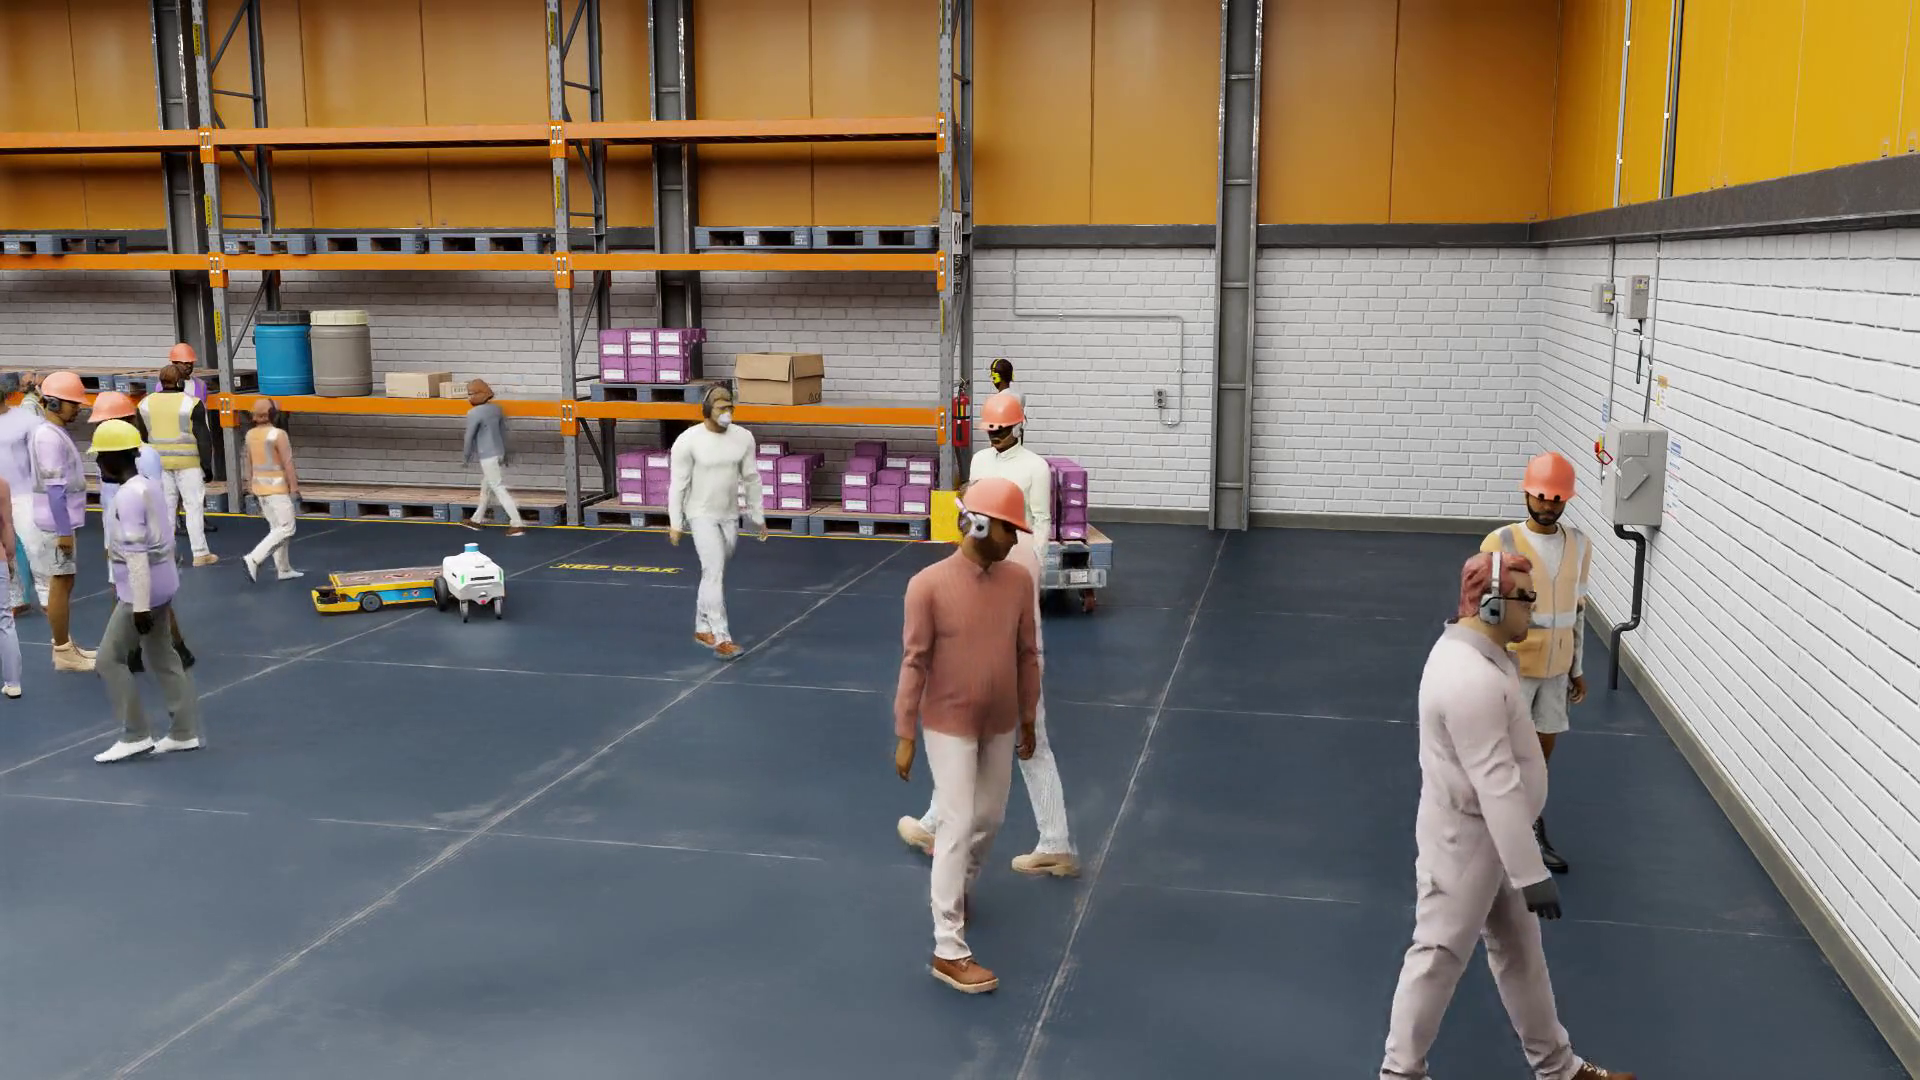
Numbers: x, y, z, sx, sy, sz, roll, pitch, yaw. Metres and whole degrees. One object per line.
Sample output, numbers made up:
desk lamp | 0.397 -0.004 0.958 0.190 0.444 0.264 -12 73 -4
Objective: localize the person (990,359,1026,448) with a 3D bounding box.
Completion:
person | 0.404 -0.756 15.510 0.328 1.865 0.521 7 12 37

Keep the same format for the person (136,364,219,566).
person | -7.087 -0.675 15.100 0.634 1.839 0.429 0 10 2

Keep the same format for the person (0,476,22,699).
person | -6.166 0.164 10.376 0.327 1.759 0.523 7 12 34

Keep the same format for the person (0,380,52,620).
person | -7.259 -0.311 12.770 0.734 1.905 0.369 -1 10 -8

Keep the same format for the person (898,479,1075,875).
person | 0.137 0.621 7.601 0.958 1.785 0.631 7 12 36

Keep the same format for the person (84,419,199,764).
person | -4.607 0.285 9.219 0.662 1.900 0.612 -3 10 -15

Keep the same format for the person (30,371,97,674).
person | -6.039 -0.121 11.252 0.405 2.032 0.608 -5 11 -26

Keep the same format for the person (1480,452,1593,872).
person | 2.592 0.562 7.492 0.547 1.934 0.376 -2 10 -14

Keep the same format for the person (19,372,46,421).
person | -9.399 -0.885 16.931 0.310 1.640 0.514 -6 11 -30

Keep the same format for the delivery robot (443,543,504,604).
delivery robot | -3.813 0.271 13.017 0.477 0.478 0.707 -5 11 -28

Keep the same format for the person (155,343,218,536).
person | -7.807 -1.016 16.824 0.360 1.939 0.543 5 11 30

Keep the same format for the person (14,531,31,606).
person | -7.567 -0.321 12.983 0.387 1.845 0.565 8 13 40

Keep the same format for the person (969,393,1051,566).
person | 0.262 0.106 10.030 0.608 1.989 0.386 8 12 38

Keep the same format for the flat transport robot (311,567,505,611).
flat transport robot | -4.486 0.376 13.513 1.431 0.197 0.652 -4 11 -25

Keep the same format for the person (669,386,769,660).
person | -1.653 -0.121 11.642 0.645 1.895 0.913 -9 13 -43

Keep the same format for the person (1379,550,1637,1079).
person | 1.761 0.972 5.261 0.838 1.874 0.649 3 10 20

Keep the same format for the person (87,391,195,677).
person | -5.489 -0.029 11.034 0.549 1.944 0.444 5 11 29

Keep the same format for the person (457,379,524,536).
person | -4.764 -0.829 16.776 0.863 1.581 0.507 3 10 18

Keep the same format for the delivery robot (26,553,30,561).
delivery robot | -8.252 0.015 14.516 0.477 0.478 0.707 -7 11 -32

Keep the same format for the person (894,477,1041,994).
person | 0.021 0.710 6.622 0.685 1.942 0.832 -7 12 -34

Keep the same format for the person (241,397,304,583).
person | -5.891 -0.413 14.173 0.523 1.615 0.621 6 11 32
